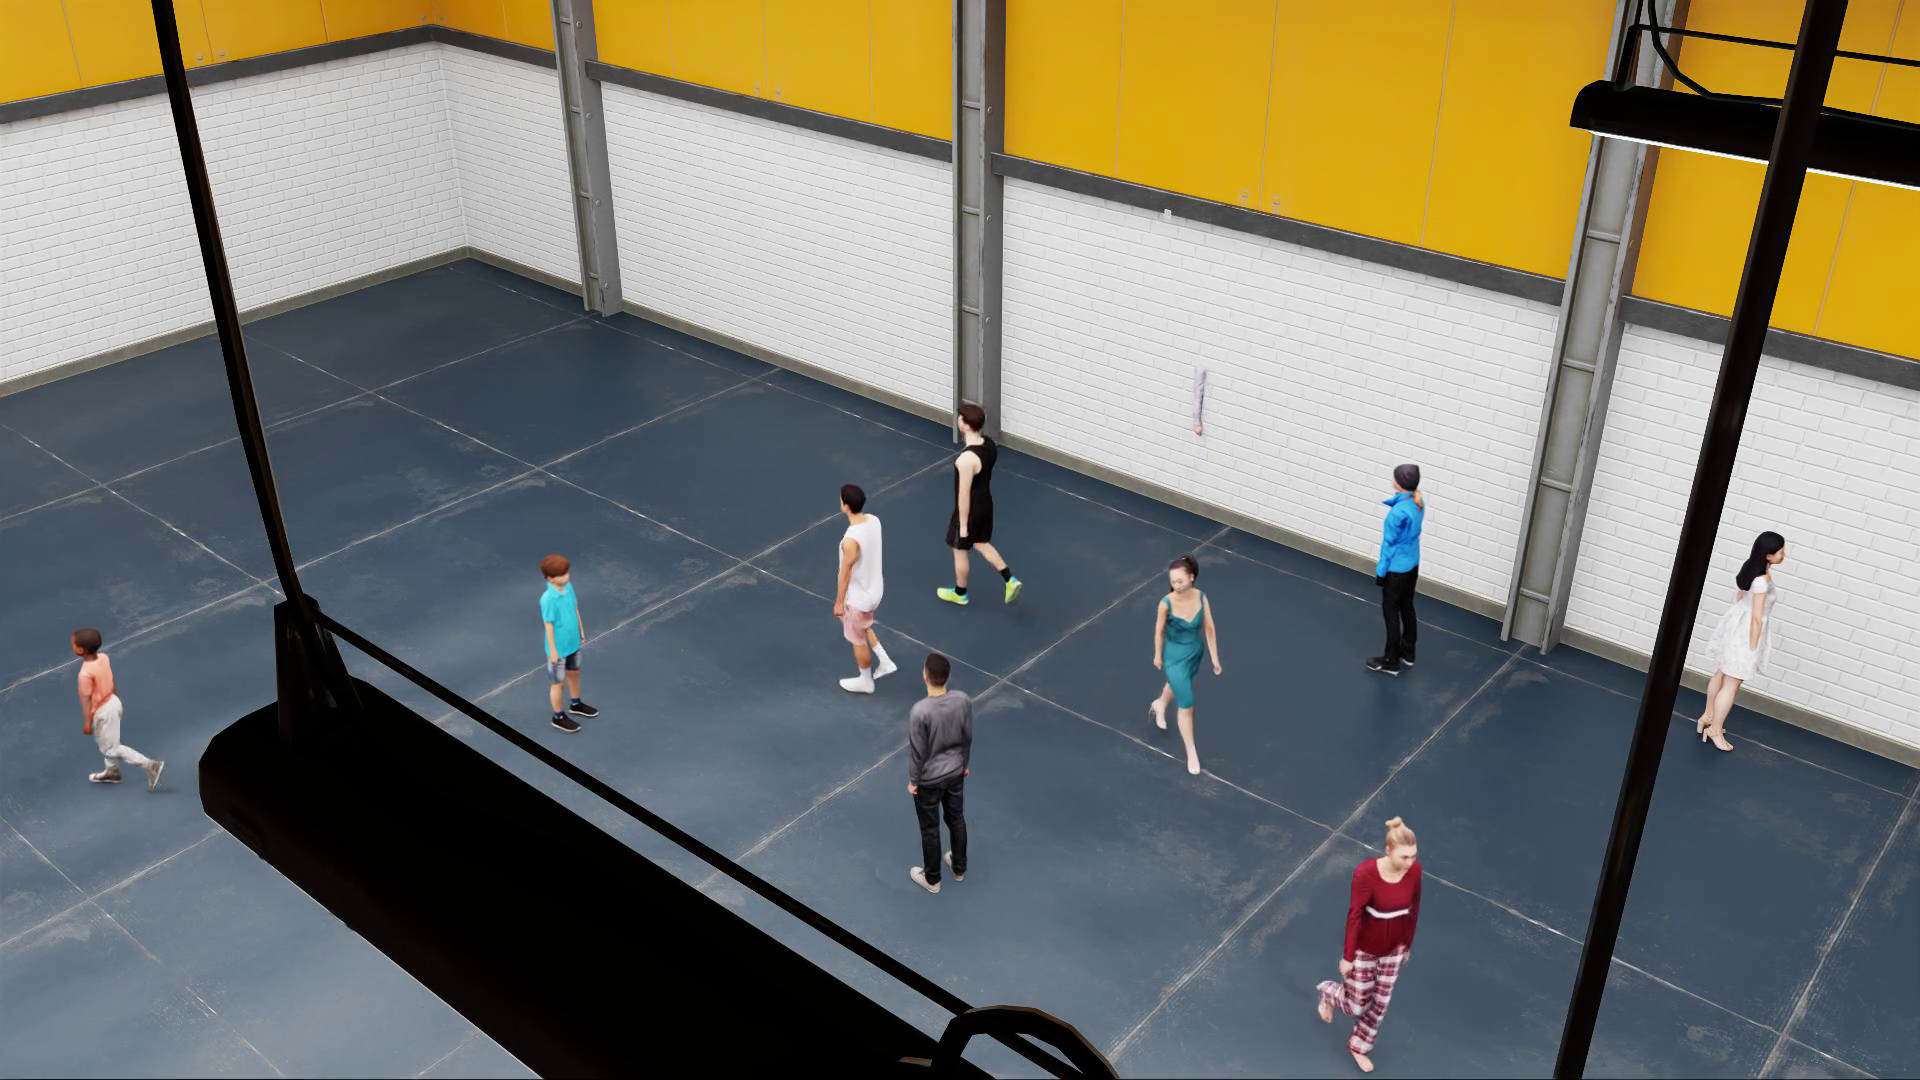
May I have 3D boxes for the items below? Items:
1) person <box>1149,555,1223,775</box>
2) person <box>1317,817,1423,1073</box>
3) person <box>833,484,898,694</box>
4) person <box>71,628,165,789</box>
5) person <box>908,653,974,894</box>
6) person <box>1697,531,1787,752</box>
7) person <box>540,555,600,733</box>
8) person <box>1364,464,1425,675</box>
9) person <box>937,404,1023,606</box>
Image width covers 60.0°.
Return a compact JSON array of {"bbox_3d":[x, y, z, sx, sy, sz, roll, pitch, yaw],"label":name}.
[{"bbox_3d":[1.597,0.835,12.174,0.864,1.644,1.076,-12,31,-21],"label":"person"},{"bbox_3d":[2.337,2.265,9.505,0.813,1.690,0.879,-6,29,-11],"label":"person"},{"bbox_3d":[-0.682,0.421,12.801,0.848,1.771,0.785,9,30,15],"label":"person"},{"bbox_3d":[-6.044,1.218,11.833,0.872,1.299,0.792,0,29,-1],"label":"person"},{"bbox_3d":[-0.138,1.511,10.814,0.678,1.760,0.628,-17,33,-28],"label":"person"},{"bbox_3d":[5.764,0.727,12.237,0.790,1.773,0.763,6,29,10],"label":"person"},{"bbox_3d":[-3.007,0.750,12.531,0.565,1.451,0.569,12,31,21],"label":"person"},{"bbox_3d":[3.490,0.224,13.141,0.638,1.791,0.613,-25,37,-38],"label":"person"},{"bbox_3d":[0.179,-0.250,13.921,1.063,1.877,0.792,15,32,26],"label":"person"}]
